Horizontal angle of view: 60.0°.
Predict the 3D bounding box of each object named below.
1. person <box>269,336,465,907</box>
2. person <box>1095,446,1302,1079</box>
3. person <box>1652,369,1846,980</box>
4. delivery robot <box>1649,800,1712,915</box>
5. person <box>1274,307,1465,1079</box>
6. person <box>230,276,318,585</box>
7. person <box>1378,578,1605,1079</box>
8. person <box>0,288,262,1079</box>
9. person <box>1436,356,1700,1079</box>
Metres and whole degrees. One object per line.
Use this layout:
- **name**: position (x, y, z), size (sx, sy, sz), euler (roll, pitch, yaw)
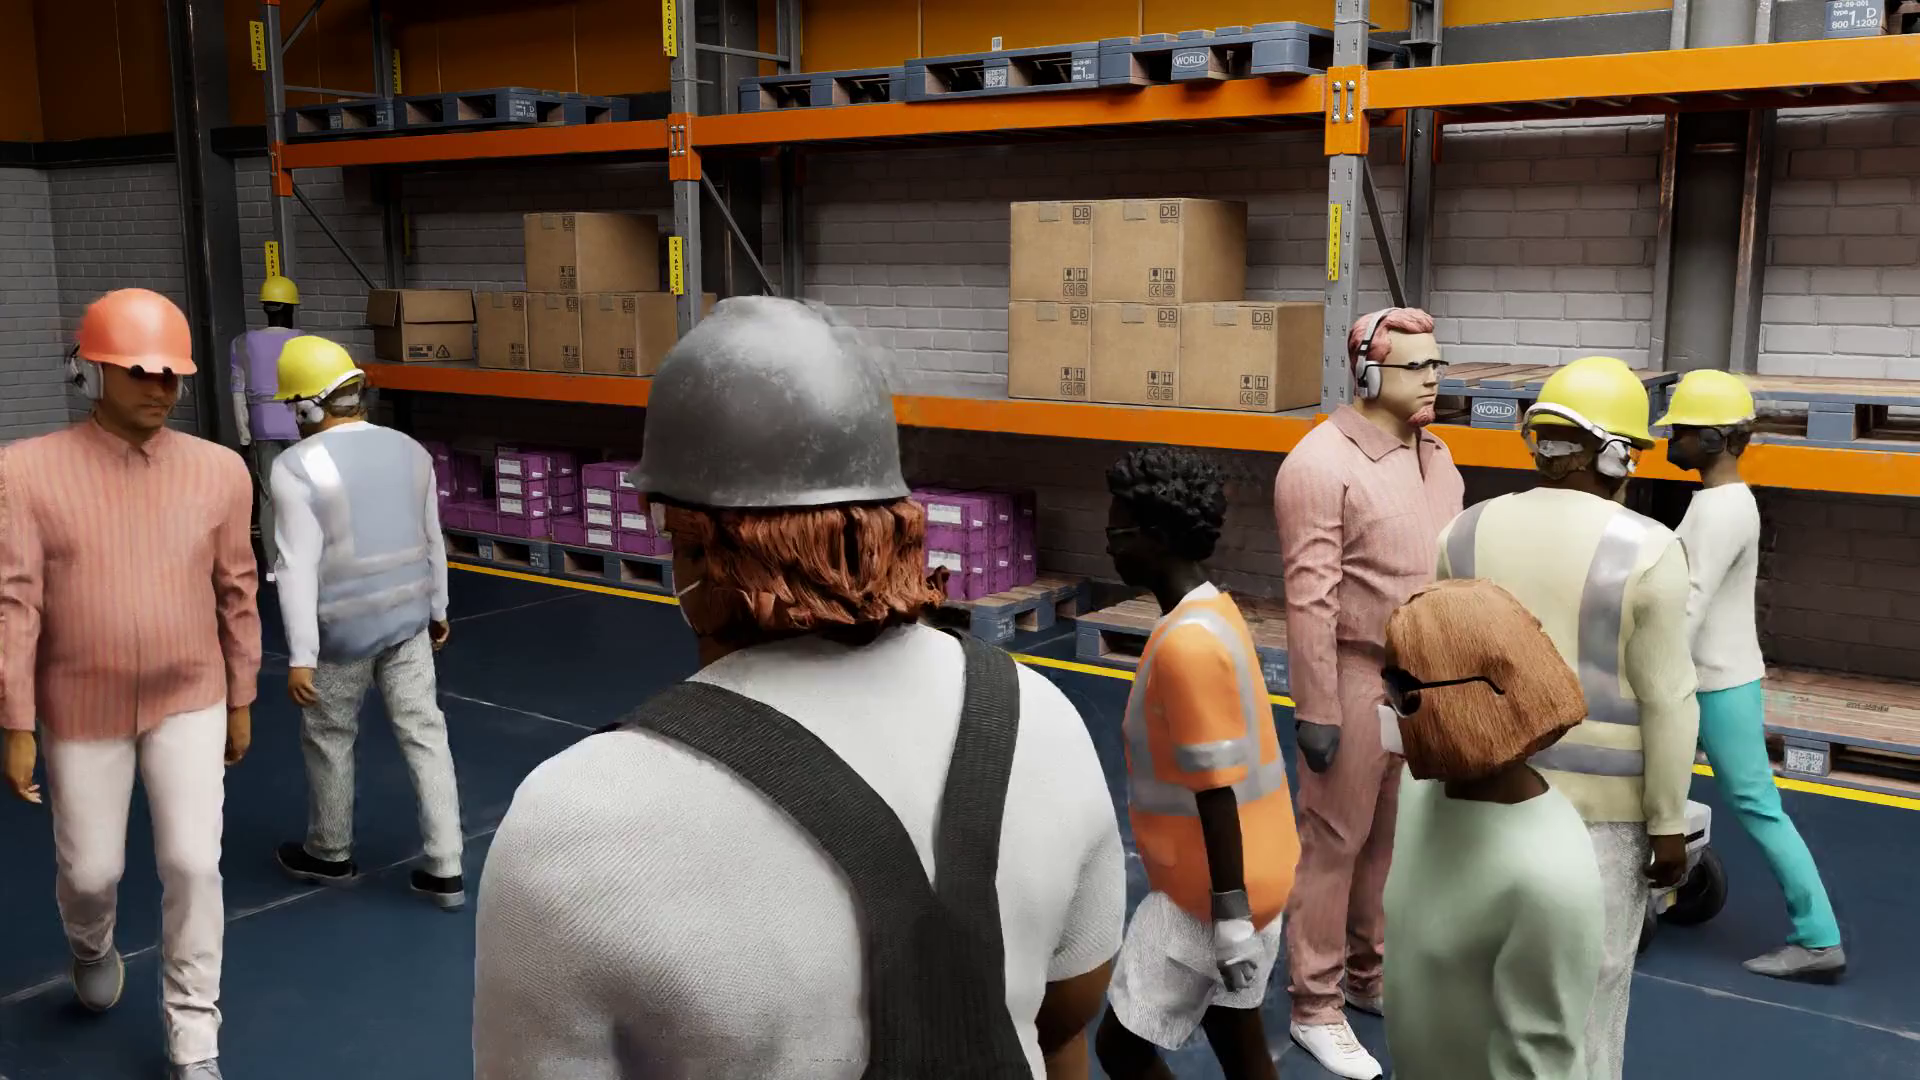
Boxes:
- **person**: position (-1.904, 0.256, 5.240), size (0.840, 1.782, 0.720), euler (6, 11, 32)
- **person**: position (0.457, 0.656, 3.208), size (0.481, 1.666, 0.563), euler (2, 10, 13)
- **person**: position (2.119, 0.376, 4.753), size (0.911, 1.721, 0.524), euler (4, 10, 20)
- **delivery robot**: position (1.895, 0.853, 5.100), size (0.477, 0.478, 0.707), euler (-8, 12, -38)
- **person**: position (1.069, 0.374, 4.211), size (0.642, 1.909, 0.410), euler (-9, 13, -43)
- **person**: position (-4.233, -0.681, 10.435), size (0.591, 1.926, 0.387), euler (-1, 10, -4)
- **person**: position (0.777, 0.839, 2.303), size (0.562, 1.609, 0.507), euler (-1, 10, -8)
- **person**: position (-2.033, 0.372, 4.061), size (0.627, 1.963, 0.811), euler (-7, 12, -37)
- **person**: position (1.309, 0.521, 3.590), size (0.403, 1.822, 0.586), euler (-7, 12, -37)
